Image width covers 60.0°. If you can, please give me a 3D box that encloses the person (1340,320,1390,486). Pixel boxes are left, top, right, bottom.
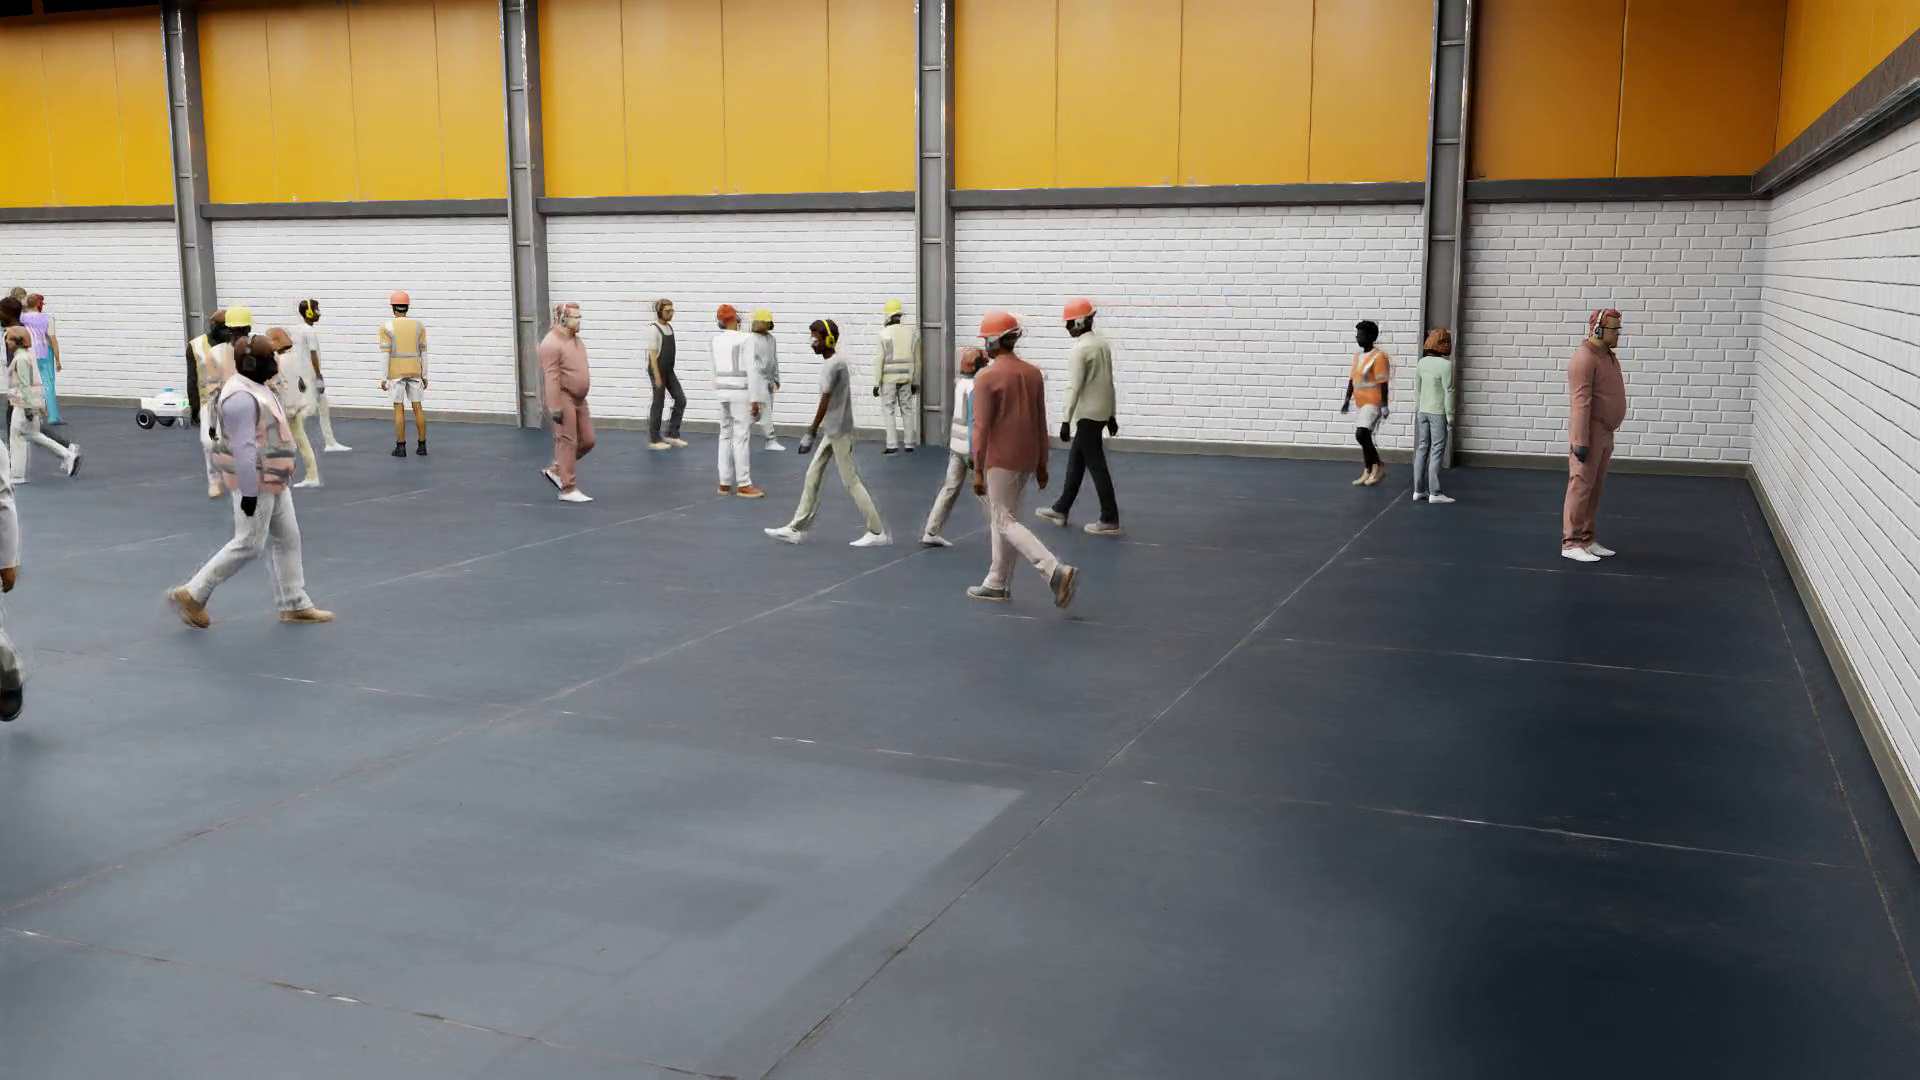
[{"bbox_3d":[4.062,-1.355,16.628,0.391,1.682,0.548,-2,10,-13],"label":"person"}]

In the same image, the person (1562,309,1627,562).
[{"bbox_3d":[4.799,-0.786,12.545,0.402,1.903,0.643,7,12,37],"label":"person"}]

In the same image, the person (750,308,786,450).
[{"bbox_3d":[-2.431,-1.953,20.134,0.731,1.720,0.493,5,11,30],"label":"person"}]

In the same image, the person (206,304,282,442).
[{"bbox_3d":[-6.080,-1.061,14.189,0.599,1.903,0.749,-2,10,-11],"label":"person"}]

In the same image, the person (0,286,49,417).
[{"bbox_3d":[-13.544,-2.707,24.112,0.712,1.916,0.627,3,10,18],"label":"person"}]

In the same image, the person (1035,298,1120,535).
[{"bbox_3d":[0.957,-1.029,13.855,0.952,1.942,0.643,5,10,27],"label":"person"}]

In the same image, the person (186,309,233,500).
[{"bbox_3d":[-6.952,-1.270,15.732,0.627,1.816,0.453,-5,10,-26],"label":"person"}]

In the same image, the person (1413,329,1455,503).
[{"bbox_3d":[4.467,-1.165,15.631,0.275,1.632,0.507,-4,10,-22],"label":"person"}]

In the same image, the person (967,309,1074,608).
[{"bbox_3d":[0.381,-0.508,10.710,0.899,1.958,0.626,8,12,41],"label":"person"}]

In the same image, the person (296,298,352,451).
[{"bbox_3d":[-7.732,-1.934,19.678,0.855,1.847,0.523,-5,11,-28],"label":"person"}]

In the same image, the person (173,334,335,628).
[{"bbox_3d":[-4.354,-0.346,10.145,0.833,1.818,0.634,-2,10,-11],"label":"person"}]

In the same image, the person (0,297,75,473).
[{"bbox_3d":[-9.969,-1.646,17.769,0.791,1.897,0.595,-3,10,-16],"label":"person"}]

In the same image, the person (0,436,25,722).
[{"bbox_3d":[-4.653,0.066,7.659,0.602,1.808,0.508,-2,10,-12],"label":"person"}]

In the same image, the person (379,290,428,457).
[{"bbox_3d":[-6.492,-1.939,19.404,0.551,1.935,0.375,-7,12,-35],"label":"person"}]

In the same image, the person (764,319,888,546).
[{"bbox_3d":[-1.027,-0.833,13.139,0.981,1.822,0.482,-1,9,-6],"label":"person"}]

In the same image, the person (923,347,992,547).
[{"bbox_3d":[0.106,-0.720,13.077,0.879,1.582,0.526,-3,10,-16],"label":"person"}]

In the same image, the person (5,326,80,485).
[{"bbox_3d":[-9.452,-1.375,16.941,0.683,1.618,0.522,-3,10,-20],"label":"person"}]

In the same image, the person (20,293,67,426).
[{"bbox_3d":[-12.775,-2.492,23.056,0.563,1.837,0.389,0,9,0],"label":"person"}]

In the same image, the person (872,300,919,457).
[{"bbox_3d":[-0.737,-1.877,19.438,0.659,1.815,0.403,-6,11,-31],"label":"person"}]

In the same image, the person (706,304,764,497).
[{"bbox_3d":[-2.146,-1.341,16.077,0.734,1.857,0.343,7,12,36],"label":"person"}]

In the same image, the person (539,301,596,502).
[{"bbox_3d":[-3.703,-1.293,15.653,0.472,1.893,0.644,3,10,17],"label":"person"}]

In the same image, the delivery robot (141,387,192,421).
[{"bbox_3d":[-10.783,-1.840,22.698,0.707,0.478,0.477,2,10,11],"label":"delivery robot"}]

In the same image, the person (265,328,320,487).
[{"bbox_3d":[-6.799,-1.297,16.533,0.791,1.600,0.505,-2,10,-13],"label":"person"}]

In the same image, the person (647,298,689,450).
[{"bbox_3d":[-3.498,-1.979,19.982,0.612,1.823,0.554,3,10,19],"label":"person"}]
